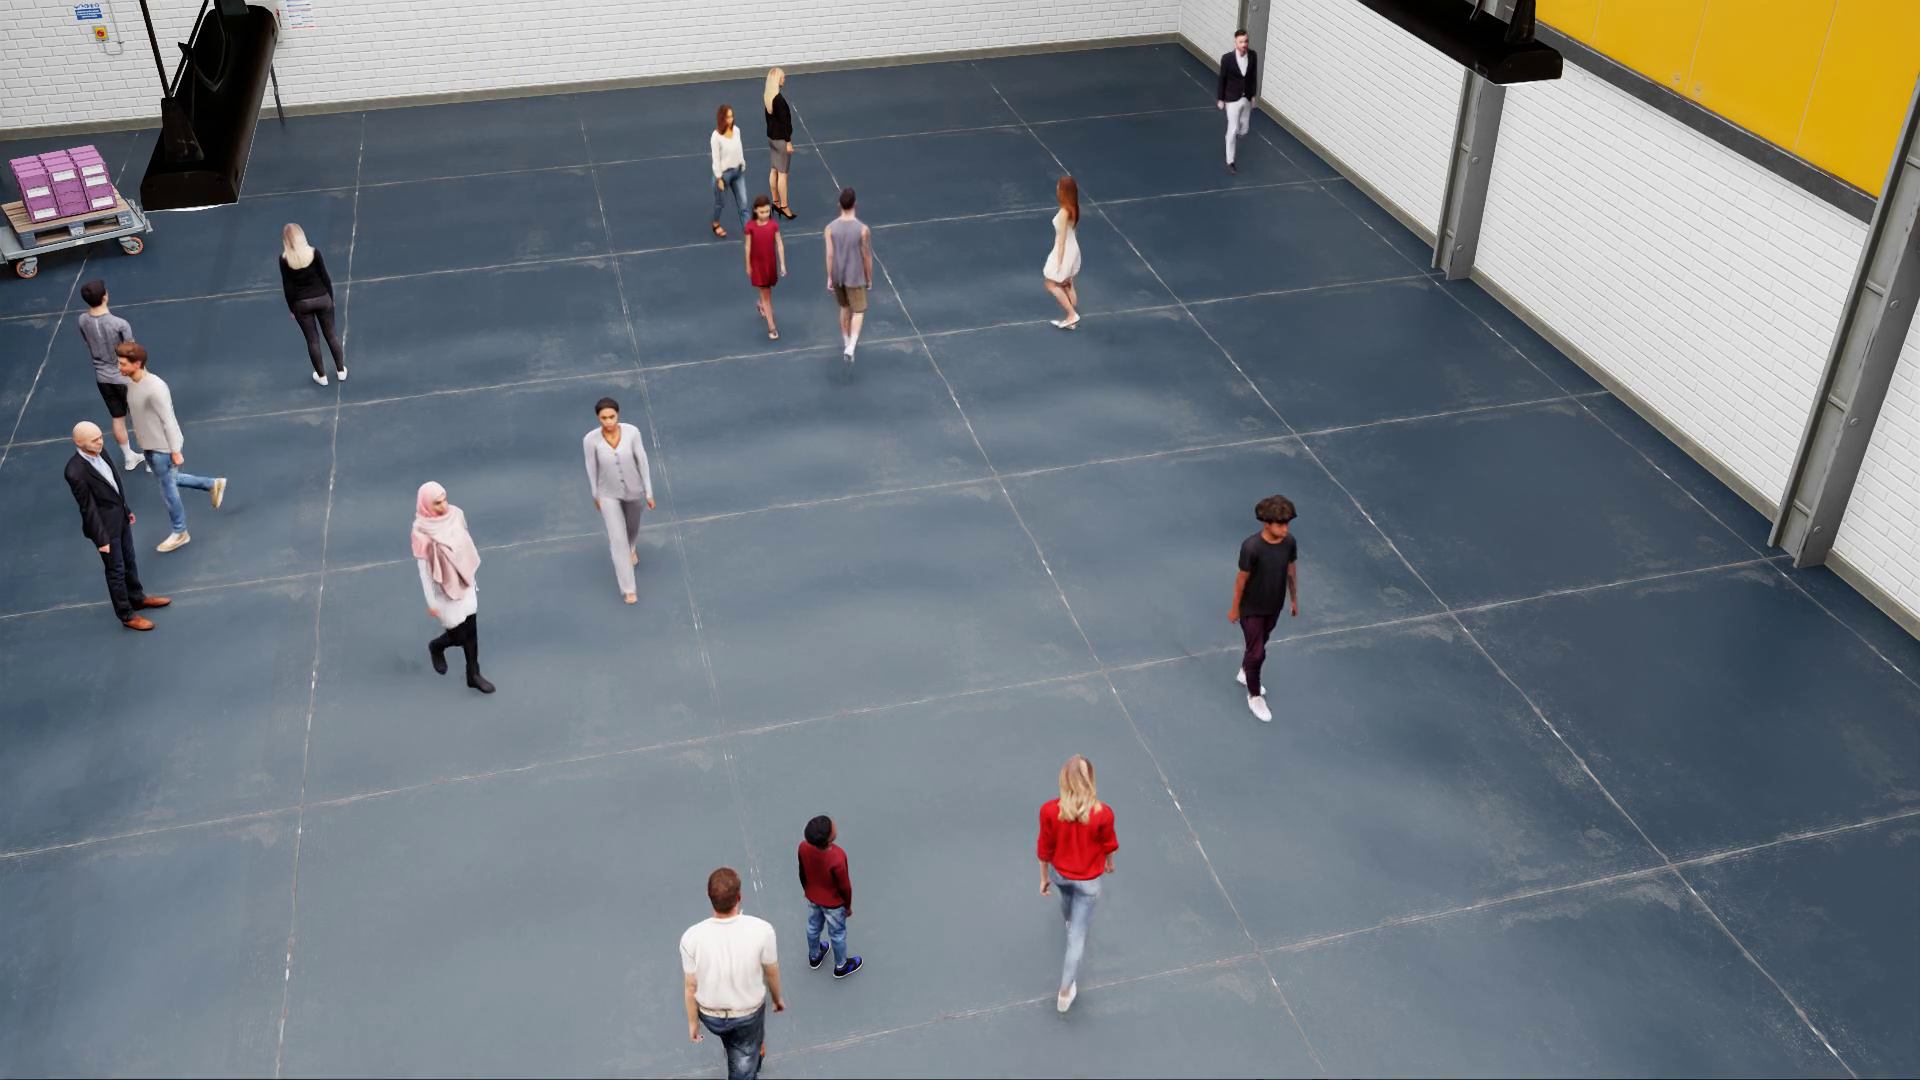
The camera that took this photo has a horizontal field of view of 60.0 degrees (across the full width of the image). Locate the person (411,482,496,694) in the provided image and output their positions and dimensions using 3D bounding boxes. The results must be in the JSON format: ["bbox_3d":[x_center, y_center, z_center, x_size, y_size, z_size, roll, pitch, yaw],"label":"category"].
[{"bbox_3d":[-3.842,0.350,12.361,0.964,1.795,0.900,19,38,26],"label":"person"}]

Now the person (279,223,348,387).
[{"bbox_3d":[-6.428,-2.333,16.496,0.652,1.686,0.608,-16,37,-22],"label":"person"}]

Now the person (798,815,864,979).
[{"bbox_3d":[-0.817,2.158,10.129,0.580,1.256,0.643,19,38,26],"label":"person"}]

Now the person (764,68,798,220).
[{"bbox_3d":[-2.184,-4.767,20.017,0.731,1.842,0.595,-21,39,-29],"label":"person"}]

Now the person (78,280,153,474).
[{"bbox_3d":[-7.616,-1.473,15.038,0.717,1.868,0.686,5,34,7],"label":"person"}]

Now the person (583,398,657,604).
[{"bbox_3d":[-2.781,-0.427,13.624,0.737,1.691,1.170,-13,36,-19],"label":"person"}]

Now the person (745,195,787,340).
[{"bbox_3d":[-2.092,-2.956,17.596,0.622,1.506,1.071,-10,35,-15],"label":"person"}]

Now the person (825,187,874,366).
[{"bbox_3d":[-1.134,-2.619,16.811,0.883,1.821,1.099,5,34,7],"label":"person"}]

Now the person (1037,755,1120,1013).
[{"bbox_3d":[0.684,2.068,9.904,1.004,1.655,1.222,8,35,12],"label":"person"}]

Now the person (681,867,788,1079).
[{"bbox_3d":[-1.236,2.654,8.910,0.943,1.779,1.396,-1,34,-1],"label":"person"}]

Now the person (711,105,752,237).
[{"bbox_3d":[-2.768,-4.262,19.444,1.153,1.635,0.972,28,43,35],"label":"person"}]

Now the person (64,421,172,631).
[{"bbox_3d":[-6.701,-0.137,13.093,0.802,1.795,0.613,0,34,0],"label":"person"}]

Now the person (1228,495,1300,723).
[{"bbox_3d":[2.193,0.403,12.311,0.767,1.763,0.889,-17,37,-24],"label":"person"}]

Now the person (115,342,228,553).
[{"bbox_3d":[-6.688,-0.843,14.074,1.078,1.886,1.078,23,40,30],"label":"person"}]

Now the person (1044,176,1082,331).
[{"bbox_3d":[1.188,-2.971,17.441,0.790,1.702,0.728,14,36,20],"label":"person"}]

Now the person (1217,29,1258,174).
[{"bbox_3d":[3.547,-5.692,21.424,0.661,1.825,0.849,-8,34,-11],"label":"person"}]
